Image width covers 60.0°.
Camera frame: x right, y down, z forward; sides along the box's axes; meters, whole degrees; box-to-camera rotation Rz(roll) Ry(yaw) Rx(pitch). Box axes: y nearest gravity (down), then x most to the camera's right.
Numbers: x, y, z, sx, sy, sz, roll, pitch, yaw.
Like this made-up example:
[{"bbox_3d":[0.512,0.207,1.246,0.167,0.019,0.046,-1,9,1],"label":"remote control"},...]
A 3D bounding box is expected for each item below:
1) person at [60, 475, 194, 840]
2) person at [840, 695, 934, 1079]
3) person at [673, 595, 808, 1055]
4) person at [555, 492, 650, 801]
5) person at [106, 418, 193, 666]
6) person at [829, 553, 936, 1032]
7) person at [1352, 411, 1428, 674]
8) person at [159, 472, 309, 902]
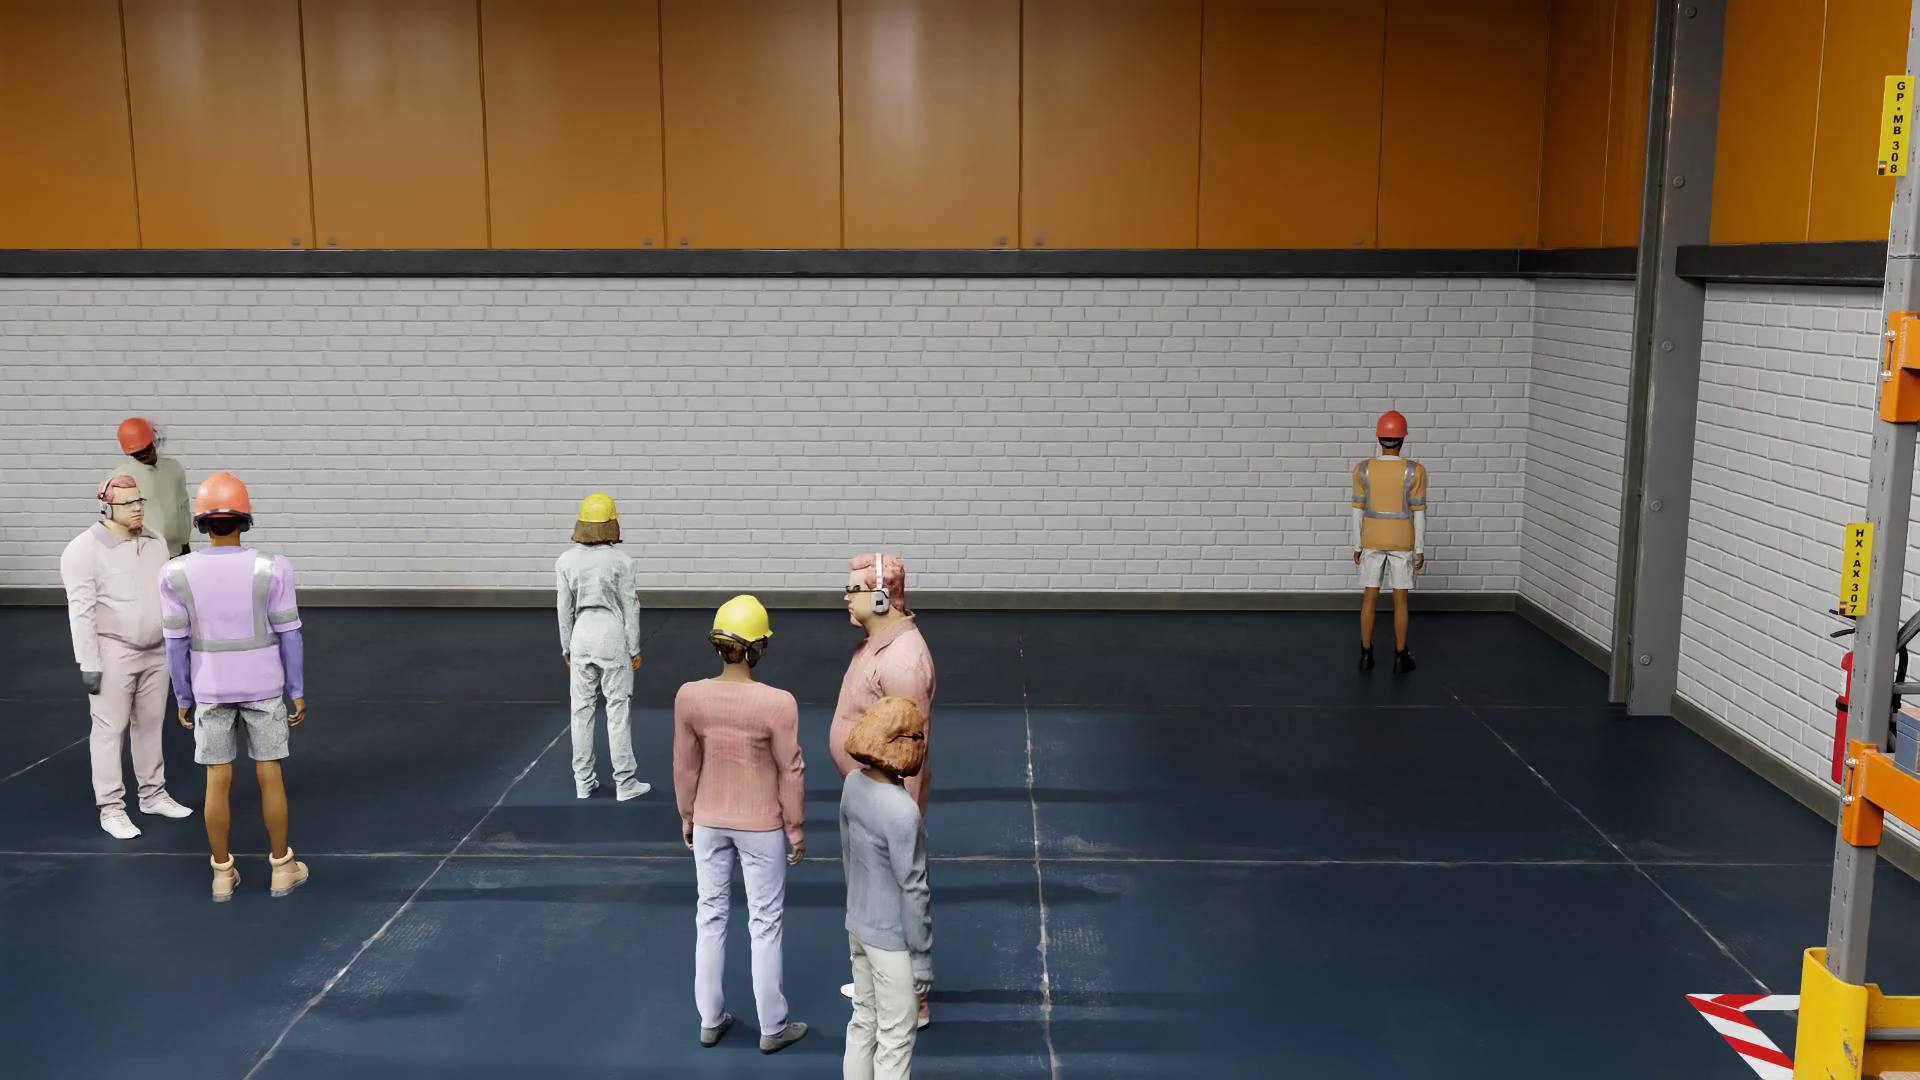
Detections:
[{"bbox_3d":[-4.397,0.605,8.846,0.404,1.911,0.636,4,10,20],"label":"person"},{"bbox_3d":[-0.228,1.307,5.462,0.285,1.633,0.497,-5,11,-29],"label":"person"},{"bbox_3d":[-0.836,1.086,6.389,0.528,1.767,0.329,3,10,18],"label":"person"},{"bbox_3d":[-2.016,0.599,9.372,0.483,1.745,0.305,3,10,15],"label":"person"},{"bbox_3d":[-5.732,0.073,11.939,0.479,1.942,0.776,5,11,26],"label":"person"},{"bbox_3d":[-0.310,0.994,6.542,0.403,1.898,0.652,-2,10,-10],"label":"person"},{"bbox_3d":[3.159,0.017,12.264,0.545,1.943,0.347,4,10,24],"label":"person"},{"bbox_3d":[-3.419,0.697,7.881,0.608,2.048,0.365,-2,10,-12],"label":"person"}]
